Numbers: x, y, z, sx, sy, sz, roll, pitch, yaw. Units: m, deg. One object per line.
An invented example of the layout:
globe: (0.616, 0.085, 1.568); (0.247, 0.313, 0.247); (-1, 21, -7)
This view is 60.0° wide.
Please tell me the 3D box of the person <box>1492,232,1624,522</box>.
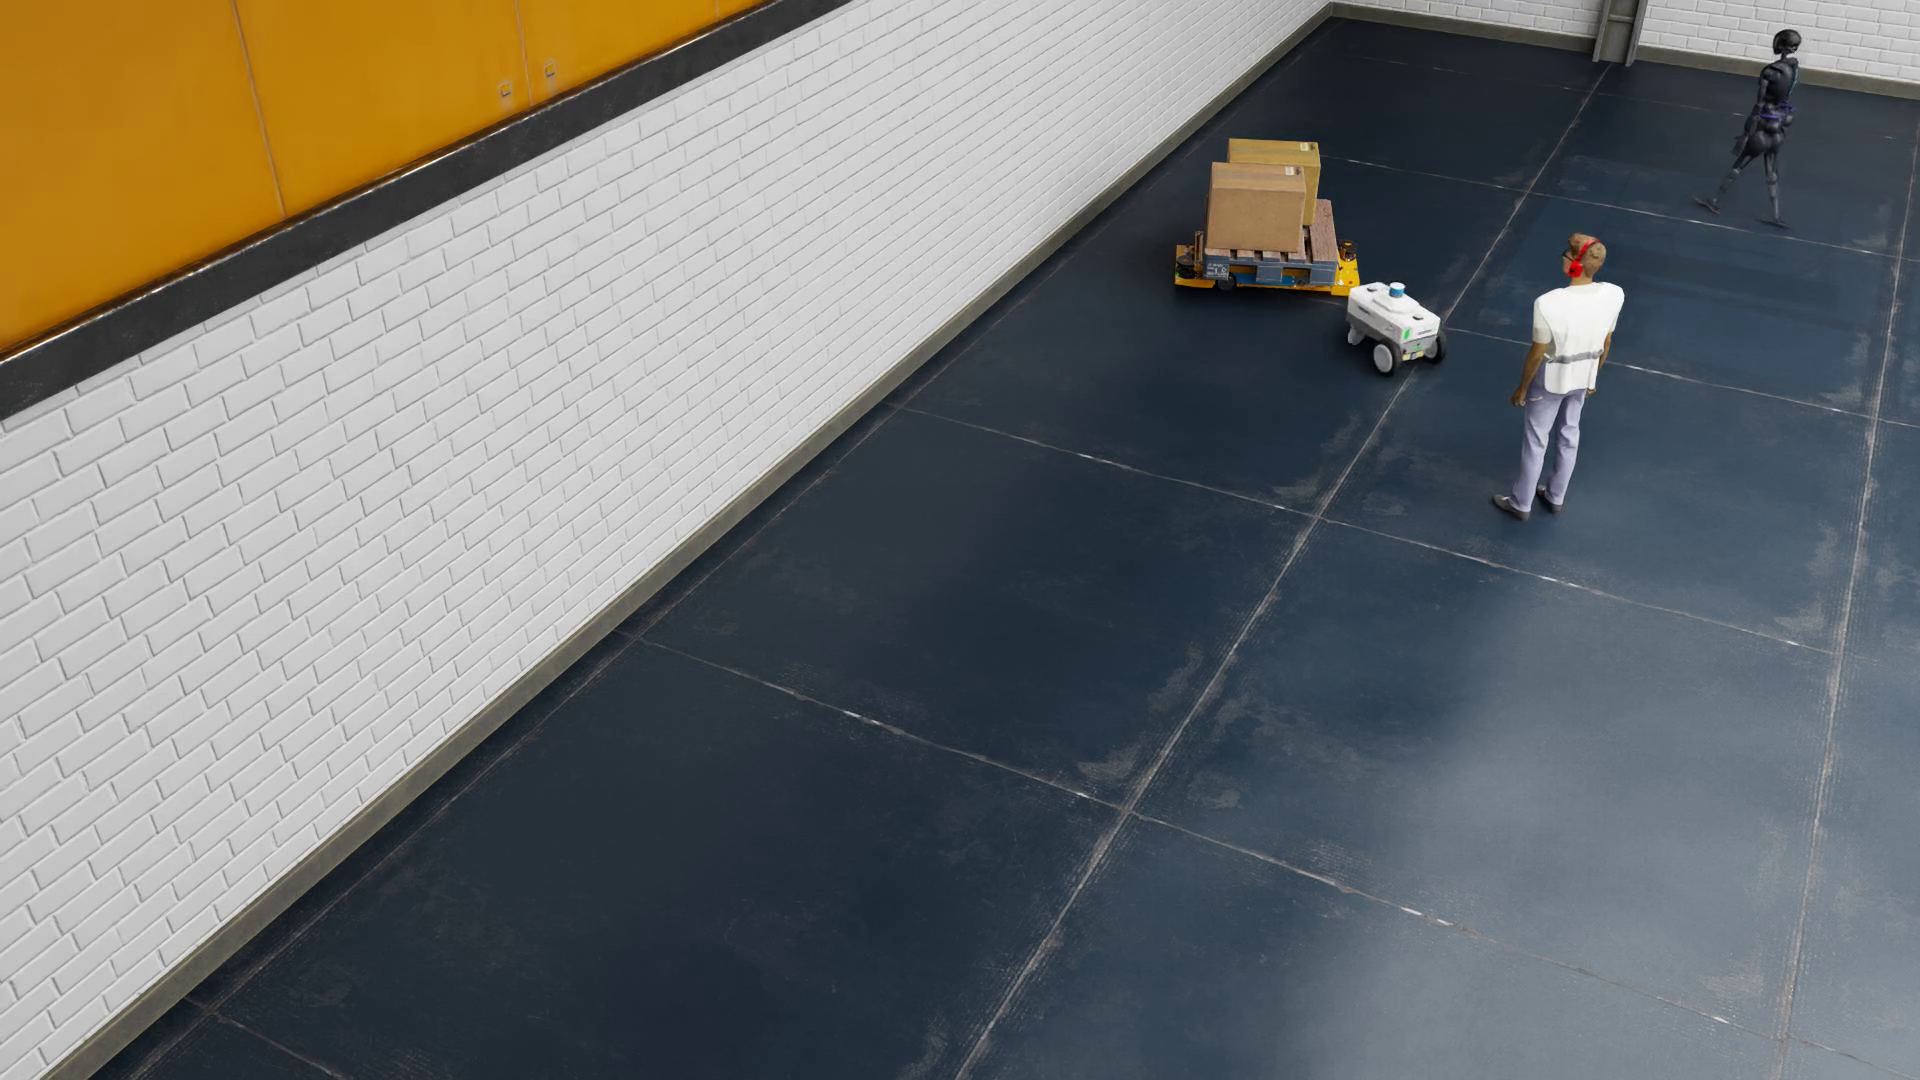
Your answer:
person: (3.600, -0.948, 9.970); (0.567, 1.849, 0.386); (-10, 35, -15)

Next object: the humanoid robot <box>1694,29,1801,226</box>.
humanoid robot: (6.733, -3.456, 13.897); (0.589, 1.623, 0.783); (-26, 41, -33)

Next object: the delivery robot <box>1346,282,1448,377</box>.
delivery robot: (3.148, -1.569, 12.049); (0.525, 0.587, 0.750); (-16, 37, -22)

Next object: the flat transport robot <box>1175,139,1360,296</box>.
flat transport robot: (2.442, -2.198, 13.248); (1.431, 0.231, 0.659); (4, 34, 6)
